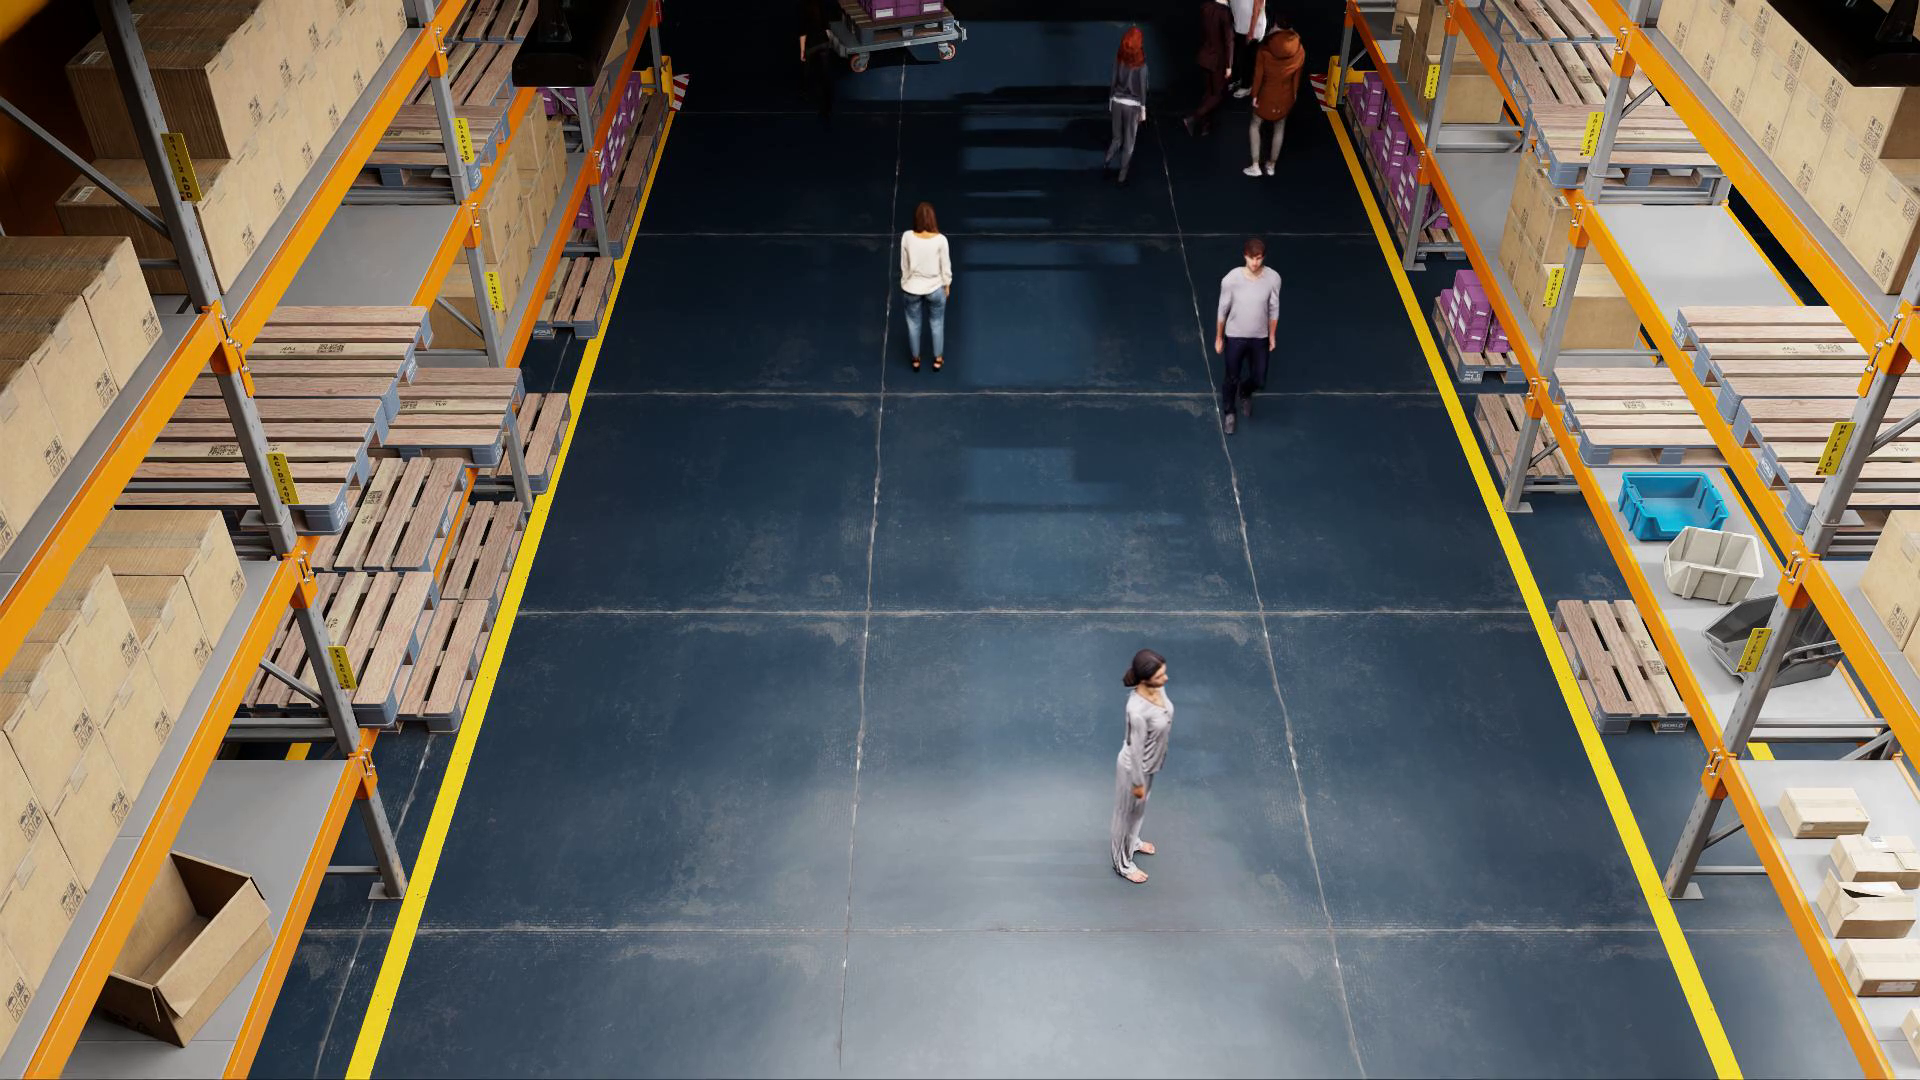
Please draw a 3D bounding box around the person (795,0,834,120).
[{"bbox_3d":[-1.629,-5.637,19.133,0.930,1.599,1.151,-18,42,-21],"label":"person"}]

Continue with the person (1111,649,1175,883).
[{"bbox_3d":[1.098,1.362,10.229,0.720,1.773,0.590,14,41,17],"label":"person"}]

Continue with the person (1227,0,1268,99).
[{"bbox_3d":[3.423,-6.054,19.595,0.833,1.674,0.739,-21,43,-24],"label":"person"}]

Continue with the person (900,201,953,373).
[{"bbox_3d":[-0.334,-2.239,14.812,0.649,1.682,0.585,6,39,7],"label":"person"}]

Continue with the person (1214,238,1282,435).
[{"bbox_3d":[2.423,-1.779,14.114,0.670,1.832,0.681,0,39,0],"label":"person"}]

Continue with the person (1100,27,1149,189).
[{"bbox_3d":[1.720,-4.537,17.620,0.762,1.769,0.822,31,48,33],"label":"person"}]

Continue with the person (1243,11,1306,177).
[{"bbox_3d":[3.380,-4.730,17.808,0.719,1.835,0.728,-2,39,-3],"label":"person"}]

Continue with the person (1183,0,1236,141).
[{"bbox_3d":[2.790,-5.332,18.555,1.065,1.845,1.035,-24,44,-27],"label":"person"}]
